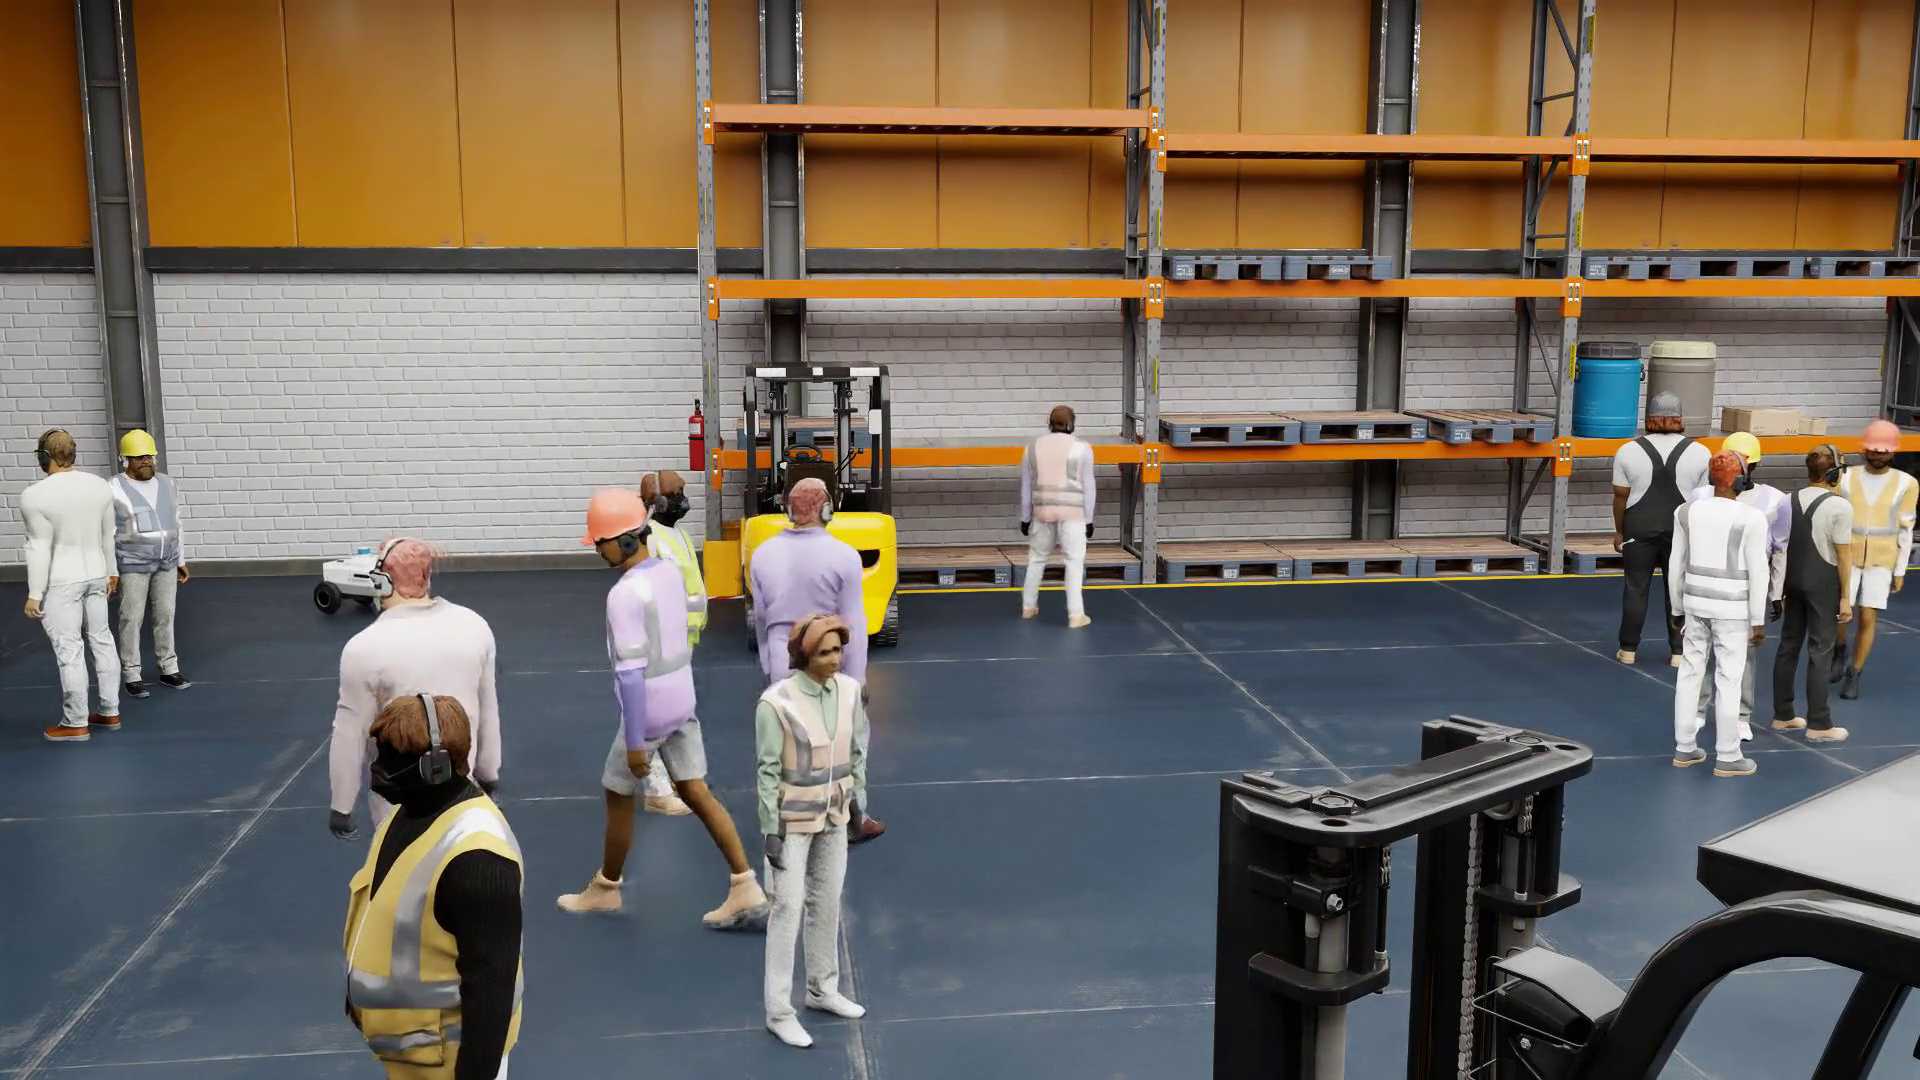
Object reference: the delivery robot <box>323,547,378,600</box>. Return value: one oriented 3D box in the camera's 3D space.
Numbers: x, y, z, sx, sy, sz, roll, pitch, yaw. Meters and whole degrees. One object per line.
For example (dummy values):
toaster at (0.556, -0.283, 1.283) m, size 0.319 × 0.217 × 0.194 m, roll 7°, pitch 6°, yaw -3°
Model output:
delivery robot at (-5.069, 0.301, 14.173) m, size 0.707 × 0.478 × 0.477 m, roll 4°, pitch 10°, yaw 24°

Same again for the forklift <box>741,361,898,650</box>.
forklift at (-1.154, -0.340, 13.365) m, size 1.214 × 2.155 × 2.313 m, roll -1°, pitch 9°, yaw -7°

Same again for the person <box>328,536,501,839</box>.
person at (-2.195, 0.917, 6.470) m, size 0.785 × 1.881 × 0.673 m, roll 6°, pitch 11°, yaw 32°

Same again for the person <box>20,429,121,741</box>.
person at (-5.508, 0.278, 10.304) m, size 0.372 × 1.941 × 0.627 m, roll 3°, pitch 10°, yaw 20°

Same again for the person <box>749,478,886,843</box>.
person at (-0.675, 0.621, 8.331) m, size 0.673 × 1.880 × 0.731 m, roll 5°, pitch 10°, yaw 26°

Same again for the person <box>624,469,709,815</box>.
person at (-1.573, 0.539, 8.972) m, size 0.429 × 1.846 × 0.626 m, roll 1°, pitch 9°, yaw 6°

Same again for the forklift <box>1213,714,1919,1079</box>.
forklift at (1.441, 1.425, 2.350) m, size 1.214 × 2.155 × 2.313 m, roll -7°, pitch 12°, yaw -39°

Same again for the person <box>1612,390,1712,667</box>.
person at (5.161, -0.090, 12.280) m, size 0.684 × 2.000 × 0.538 m, roll 3°, pitch 10°, yaw 20°

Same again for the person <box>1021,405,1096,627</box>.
person at (0.820, -0.208, 13.719) m, size 0.652 × 1.829 × 0.431 m, roll 5°, pitch 10°, yaw 26°

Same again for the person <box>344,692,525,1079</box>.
person at (-1.344, 1.293, 4.276) m, size 0.429 × 1.844 × 0.623 m, roll -7°, pitch 11°, yaw -35°

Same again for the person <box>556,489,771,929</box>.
person at (-1.313, 0.753, 7.276) m, size 1.050 × 1.985 × 0.610 m, roll 3°, pitch 10°, yaw 19°

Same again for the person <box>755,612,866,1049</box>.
person at (-0.566, 1.072, 6.312) m, size 0.322 × 1.630 × 0.529 m, roll 9°, pitch 13°, yaw 43°

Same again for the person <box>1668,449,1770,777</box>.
person at (4.376, 0.418, 9.607) m, size 0.359 × 1.883 × 0.573 m, roll -6°, pitch 11°, yaw -34°

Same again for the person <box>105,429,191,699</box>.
person at (-5.575, 0.154, 11.404) m, size 0.404 × 1.831 × 0.601 m, roll 6°, pitch 11°, yaw 32°

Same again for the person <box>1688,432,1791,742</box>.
person at (4.779, 0.287, 10.292) m, size 0.593 × 1.923 × 0.382 m, roll 5°, pitch 10°, yaw 27°

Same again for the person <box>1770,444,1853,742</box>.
person at (5.292, 0.324, 10.306) m, size 0.345 × 1.847 × 0.506 m, roll -4°, pitch 10°, yaw -23°

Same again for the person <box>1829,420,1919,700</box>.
person at (6.136, 0.134, 11.272) m, size 0.572 × 1.914 × 0.498 m, roll 5°, pitch 10°, yaw 29°
